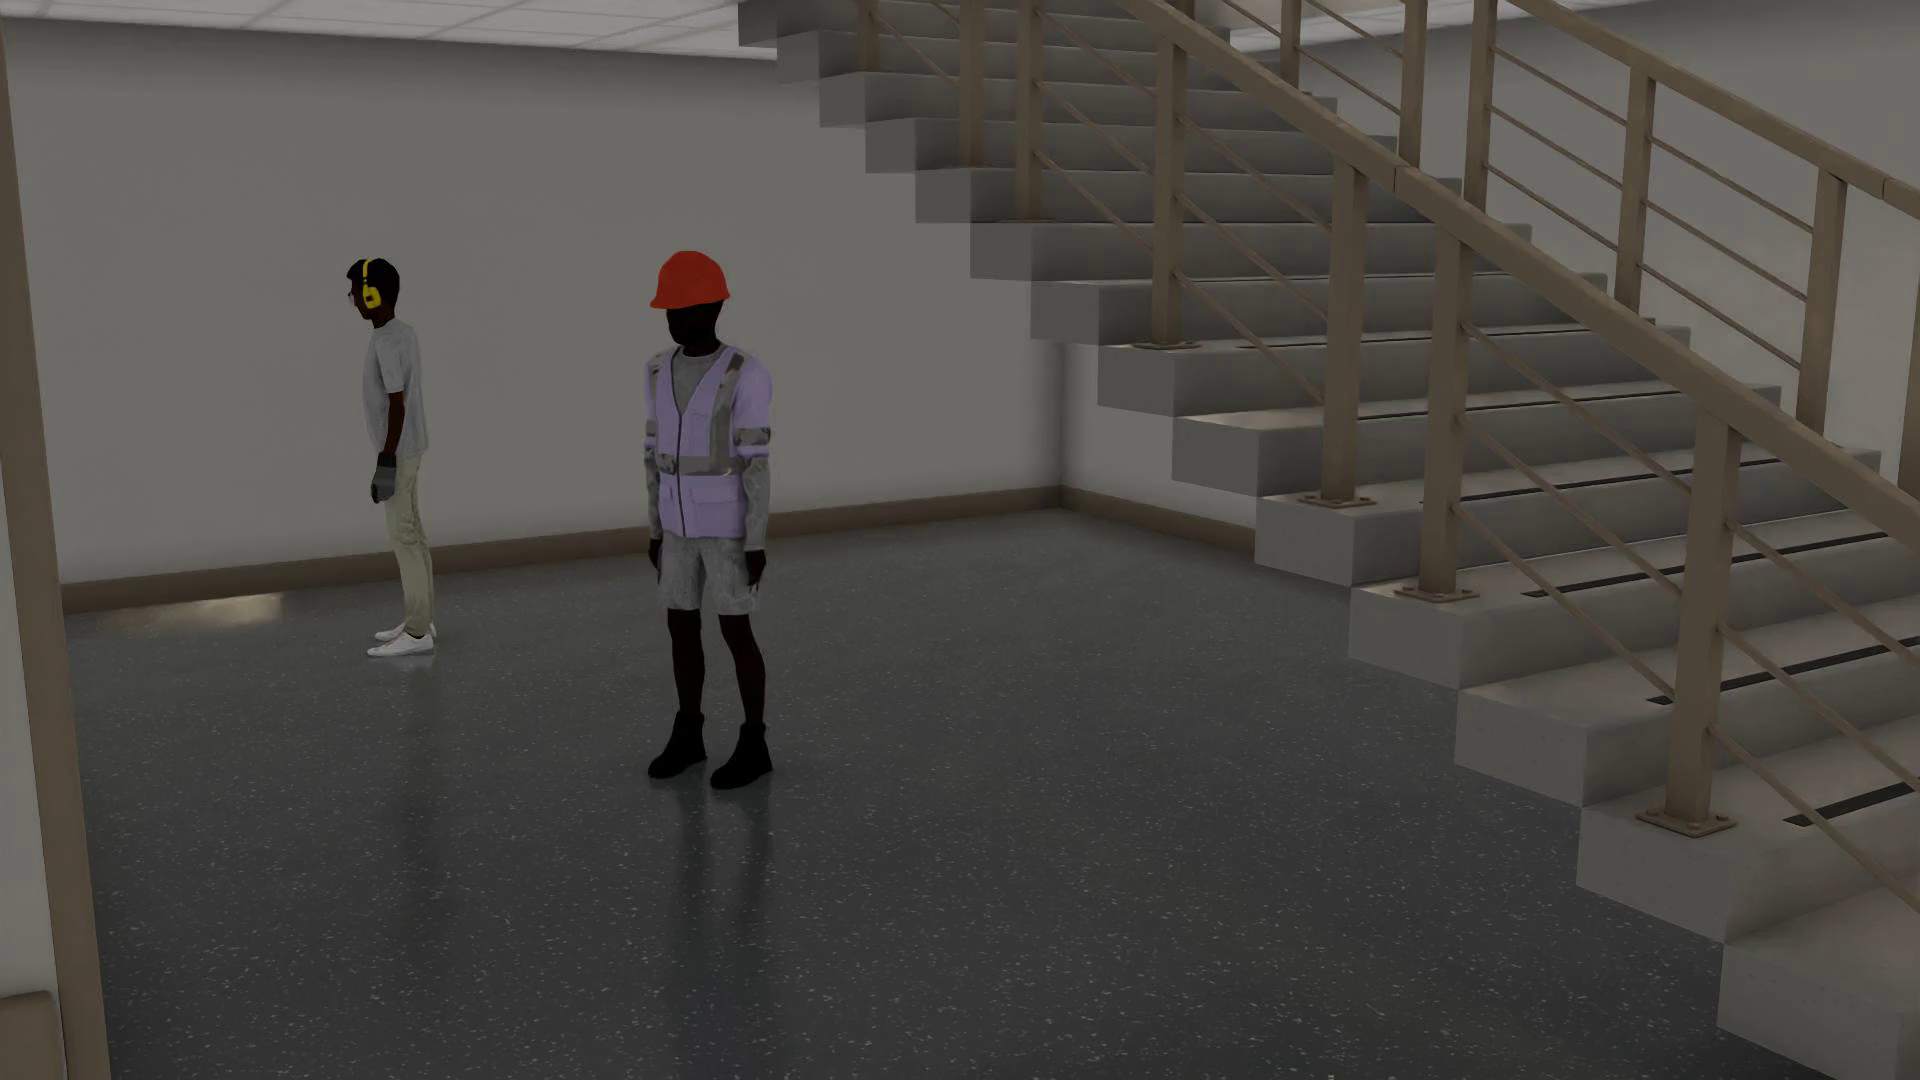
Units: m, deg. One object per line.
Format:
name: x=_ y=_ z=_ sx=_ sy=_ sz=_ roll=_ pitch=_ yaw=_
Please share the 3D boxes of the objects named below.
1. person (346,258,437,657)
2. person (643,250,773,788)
person: x=-2.666 y=-0.380 z=7.810 sx=0.327 sy=1.865 sz=0.518 roll=-2 pitch=11 yaw=-10
person: x=-0.923 y=-0.061 z=5.956 sx=0.543 sy=1.927 sz=0.393 roll=6 pitch=12 yaw=29
